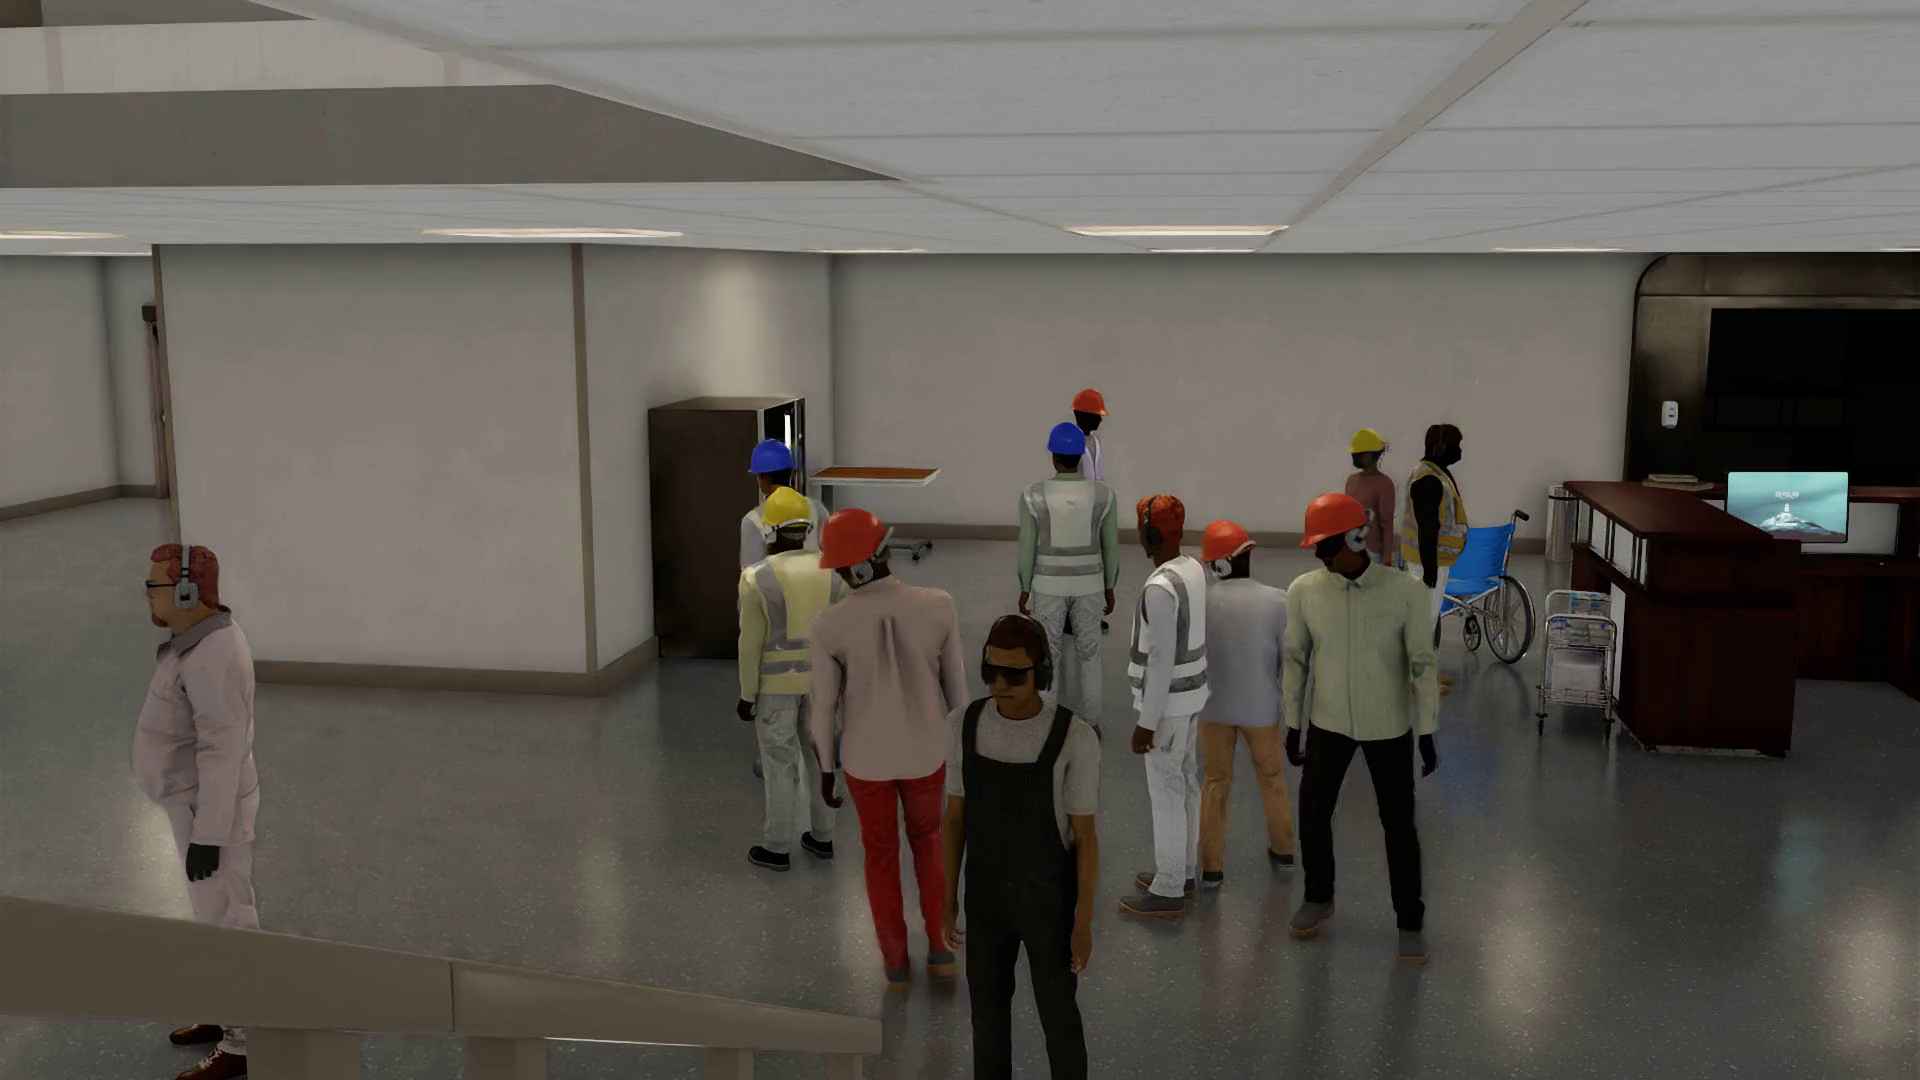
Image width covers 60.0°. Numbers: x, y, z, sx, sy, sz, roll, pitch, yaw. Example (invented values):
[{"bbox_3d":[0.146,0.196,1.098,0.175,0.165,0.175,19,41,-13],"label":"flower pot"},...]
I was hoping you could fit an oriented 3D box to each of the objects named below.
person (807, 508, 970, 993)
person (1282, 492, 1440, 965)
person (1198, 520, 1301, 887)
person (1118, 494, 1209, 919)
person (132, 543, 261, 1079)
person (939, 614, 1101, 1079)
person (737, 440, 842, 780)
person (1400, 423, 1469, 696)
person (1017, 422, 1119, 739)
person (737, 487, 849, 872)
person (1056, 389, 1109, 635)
[{"bbox_3d":[-0.274,0.835,6.512,0.661,1.948,0.435,-2,9,-13],"label":"person"},{"bbox_3d":[1.652,0.770,6.902,0.645,1.953,0.410,4,10,21],"label":"person"},{"bbox_3d":[1.294,0.755,7.759,0.591,1.702,0.636,2,9,11],"label":"person"},{"bbox_3d":[0.908,0.726,7.345,0.355,1.886,0.572,4,10,24],"label":"person"},{"bbox_3d":[-2.681,0.953,5.876,0.405,1.911,0.636,-4,10,-25],"label":"person"},{"bbox_3d":[0.180,1.118,5.088,0.505,1.837,0.355,5,10,26],"label":"person"},{"bbox_3d":[-0.939,0.408,9.180,0.543,1.925,0.644,7,12,39],"label":"person"},{"bbox_3d":[3.199,0.126,11.228,0.431,1.836,0.618,4,10,24],"label":"person"},{"bbox_3d":[0.645,0.270,9.950,0.614,1.950,0.375,-1,9,-5],"label":"person"},{"bbox_3d":[-0.810,0.658,7.927,0.589,1.833,0.404,-7,12,-38],"label":"person"},{"bbox_3d":[0.971,-0.220,13.054,0.390,1.929,0.545,8,12,39],"label":"person"}]
